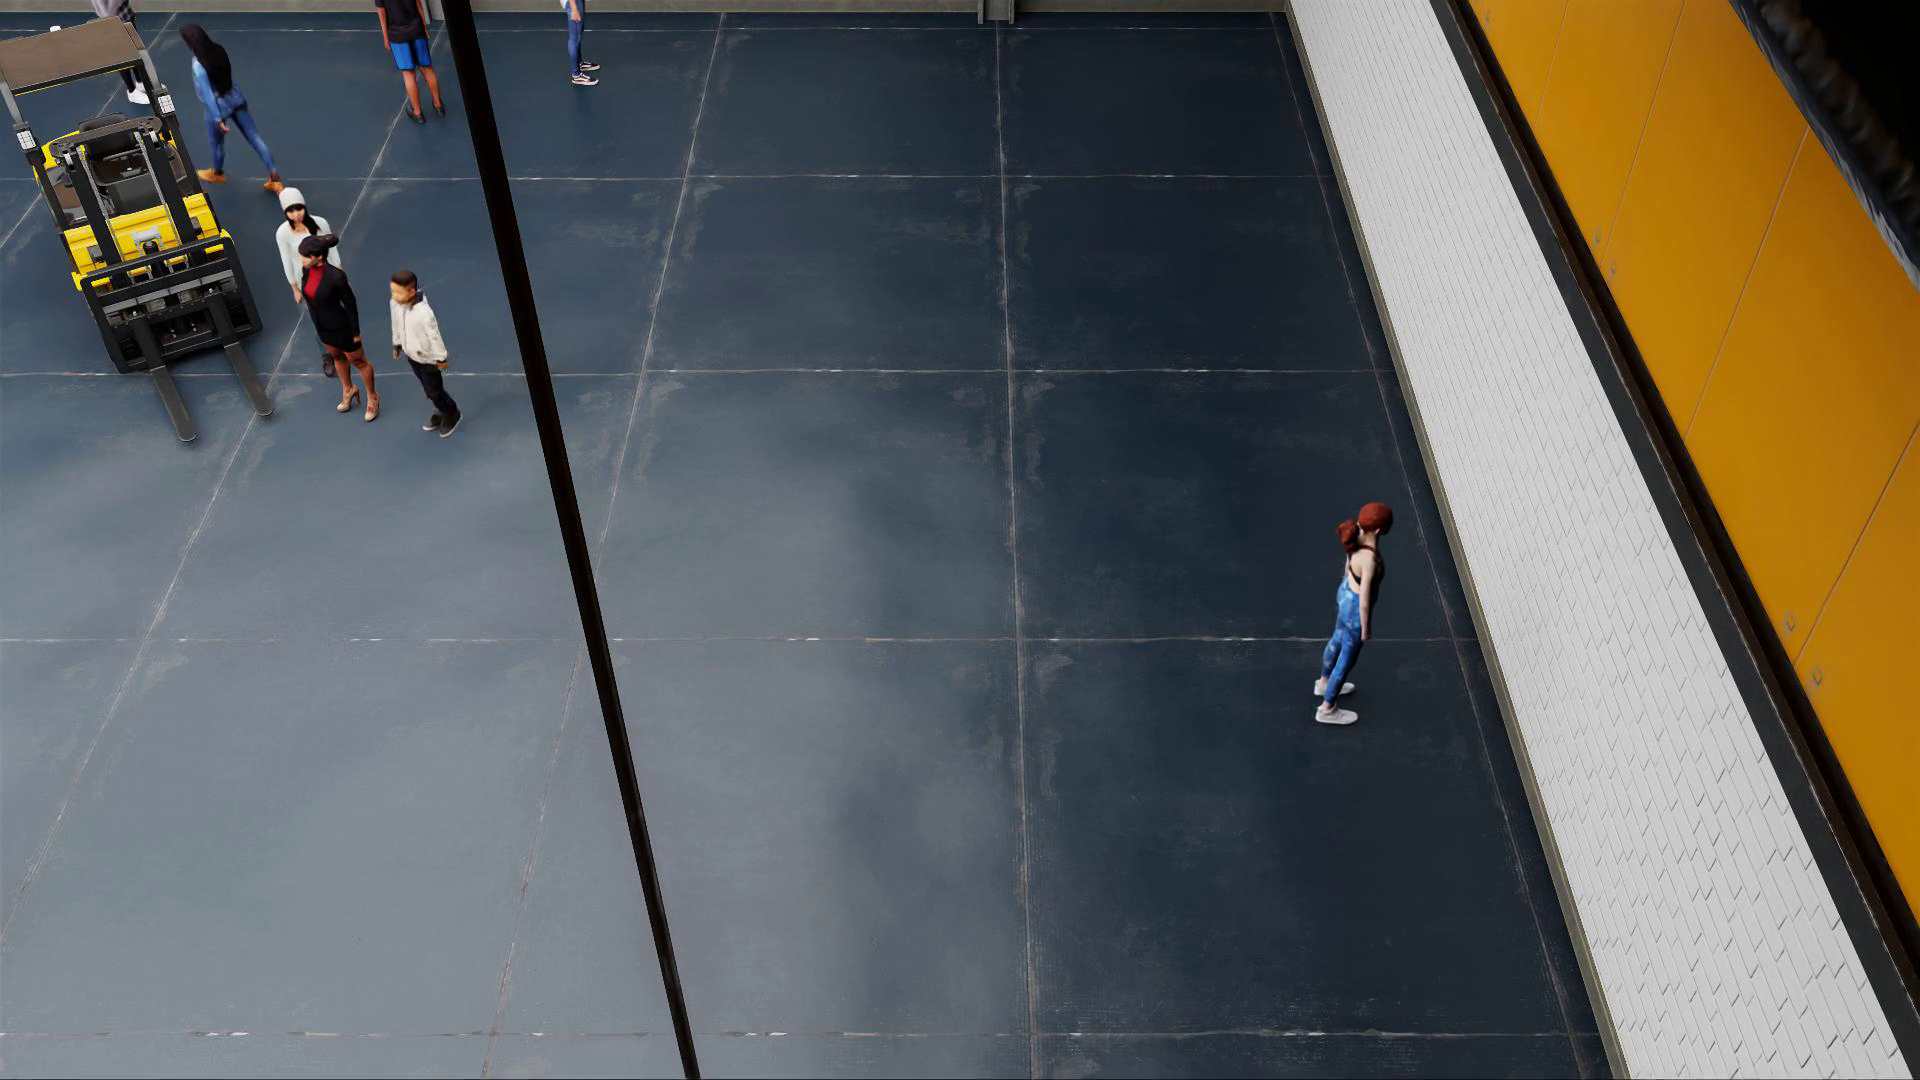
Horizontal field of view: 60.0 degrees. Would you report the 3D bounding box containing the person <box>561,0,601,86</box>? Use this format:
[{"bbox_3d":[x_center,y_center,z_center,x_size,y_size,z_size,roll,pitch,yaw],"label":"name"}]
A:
[{"bbox_3d":[-3.883,-5.435,16.616,0.613,1.711,0.663,-4,44,-4],"label":"person"}]

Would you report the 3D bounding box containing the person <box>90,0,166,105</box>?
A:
[{"bbox_3d":[-8.296,-5.164,16.288,0.555,1.772,0.625,3,44,4],"label":"person"}]

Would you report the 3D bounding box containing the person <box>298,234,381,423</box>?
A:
[{"bbox_3d":[-4.738,-1.613,12.657,0.672,1.639,0.737,20,47,20],"label":"person"}]

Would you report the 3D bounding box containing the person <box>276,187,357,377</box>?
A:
[{"bbox_3d":[-5.061,-2.049,13.111,0.591,1.644,0.702,-24,48,-23],"label":"person"}]

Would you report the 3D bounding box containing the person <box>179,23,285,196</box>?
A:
[{"bbox_3d":[-6.501,-3.832,14.963,1.186,1.671,0.882,16,46,16],"label":"person"}]

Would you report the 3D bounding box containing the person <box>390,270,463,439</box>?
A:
[{"bbox_3d":[-4.035,-1.466,12.643,0.644,1.444,0.728,29,51,27],"label":"person"}]

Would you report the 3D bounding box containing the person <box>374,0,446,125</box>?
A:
[{"bbox_3d":[-5.316,-4.872,15.965,0.666,1.794,0.754,-25,49,-24],"label":"person"}]

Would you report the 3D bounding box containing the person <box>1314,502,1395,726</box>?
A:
[{"bbox_3d":[2.456,0.440,10.396,0.578,1.785,0.542,-1,44,-1],"label":"person"}]
